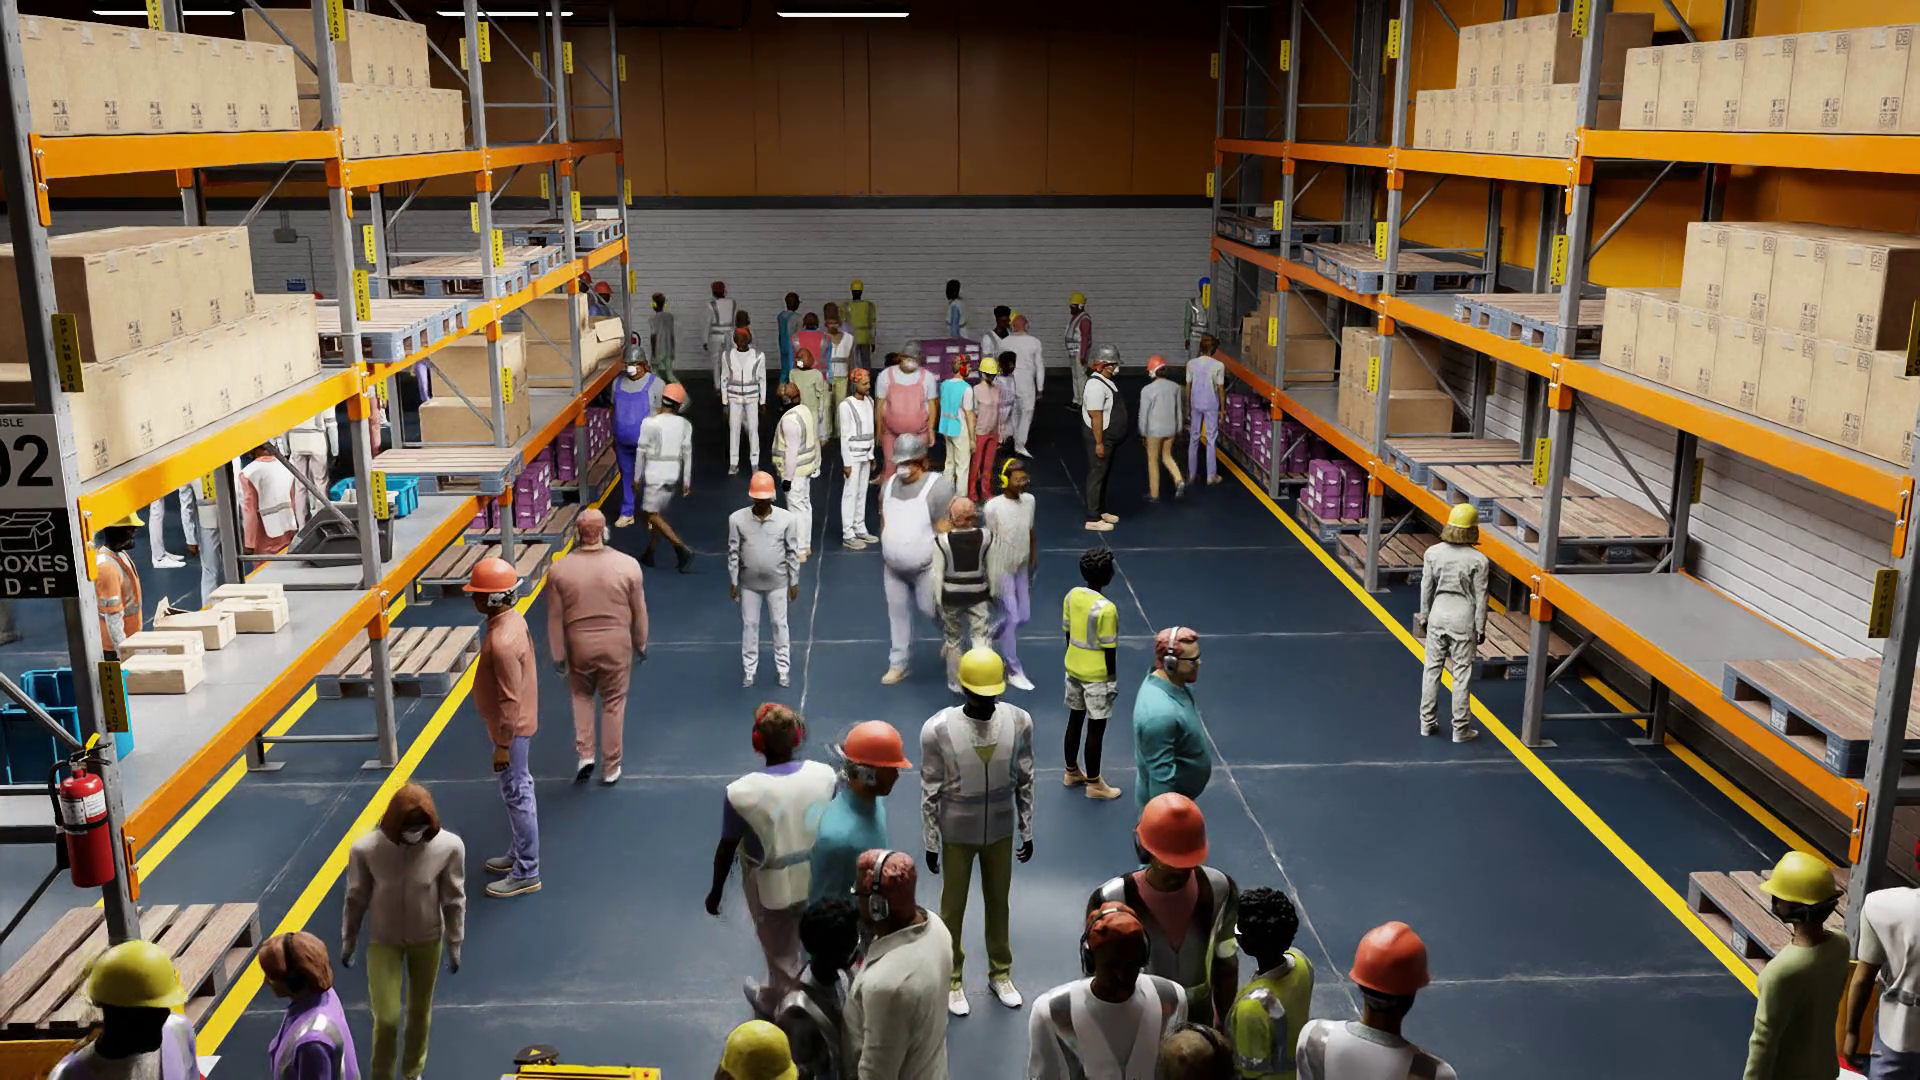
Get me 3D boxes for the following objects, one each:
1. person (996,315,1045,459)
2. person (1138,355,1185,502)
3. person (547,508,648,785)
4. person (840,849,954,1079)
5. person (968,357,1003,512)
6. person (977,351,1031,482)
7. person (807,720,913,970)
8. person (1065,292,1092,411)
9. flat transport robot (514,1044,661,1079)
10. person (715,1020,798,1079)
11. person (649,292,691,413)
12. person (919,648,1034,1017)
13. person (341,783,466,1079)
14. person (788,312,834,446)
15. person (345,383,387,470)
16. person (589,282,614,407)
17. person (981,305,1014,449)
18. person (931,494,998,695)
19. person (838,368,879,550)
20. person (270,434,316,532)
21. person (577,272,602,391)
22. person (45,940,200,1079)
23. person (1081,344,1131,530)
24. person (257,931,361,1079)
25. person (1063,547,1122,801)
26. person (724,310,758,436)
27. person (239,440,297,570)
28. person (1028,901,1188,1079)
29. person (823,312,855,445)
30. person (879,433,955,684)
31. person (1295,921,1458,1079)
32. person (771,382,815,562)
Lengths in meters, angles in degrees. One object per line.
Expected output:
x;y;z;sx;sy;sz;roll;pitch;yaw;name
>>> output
0.756;-2.026;22.029;0.662;1.874;0.673;6;15;22;person
2.359;-1.280;19.375;0.571;1.728;0.580;-8;17;-30;person
-2.422;0.716;11.208;0.650;1.885;0.446;-2;14;-6;person
-0.244;2.025;6.074;0.400;1.894;0.653;3;15;13;person
0.305;-1.217;19.046;0.327;1.765;0.529;13;19;42;person
0.485;-1.515;20.451;0.885;1.639;0.544;11;18;37;person
-0.556;1.702;7.264;0.966;1.943;0.624;2;14;9;person
1.809;-2.889;25.499;0.403;1.825;0.596;-3;15;-13;person
-1.754;2.602;7.033;0.652;0.197;1.431;1;14;3;flat transport robot
-0.629;2.307;5.270;0.484;1.738;0.320;-13;20;-42;person
-4.489;-2.839;25.308;0.843;1.835;0.554;11;18;38;person
0.096;1.444;8.297;0.586;1.920;0.397;-4;15;-17;person
-2.471;1.820;7.431;0.553;1.598;0.502;-6;16;-23;person
-2.030;-2.197;22.770;0.637;1.834;0.432;-1;14;-2;person
-7.573;-1.870;21.176;0.620;1.986;0.409;3;15;13;person
-5.547;-3.052;25.925;0.400;1.935;0.551;3;15;11;person
0.546;-2.215;22.592;0.599;1.958;0.376;-14;20;-43;person
0.041;0.458;12.747;0.524;1.621;0.612;-2;14;-8;person
-1.060;-0.858;17.405;0.358;1.882;0.574;7;16;26;person
-7.202;-1.022;18.058;0.576;1.880;0.351;-5;15;-20;person
-6.126;-3.387;27.131;0.407;1.986;0.612;9;17;31;person
-2.583;2.204;5.340;0.614;1.908;0.631;7;16;26;person
1.600;-1.141;18.199;0.535;2.000;0.682;3;15;13;person
-2.310;2.169;6.023;0.319;1.632;0.524;-6;15;-21;person
0.873;0.873;10.975;0.319;1.695;0.539;-8;16;-27;person
-3.147;-2.410;23.694;0.541;1.799;0.895;-9;17;-31;person
-5.866;-0.050;14.186;0.401;1.908;0.598;4;15;14;person
0.506;2.118;5.723;0.574;1.881;0.357;-4;15;-16;person
-1.731;-2.221;22.876;0.603;1.830;0.399;-4;15;-15;person
-0.345;0.109;13.292;0.697;2.000;0.732;7;16;27;person
1.350;2.162;5.456;0.544;1.930;0.387;10;18;35;person
-1.687;-0.687;16.829;0.430;1.836;0.624;2;14;9;person
